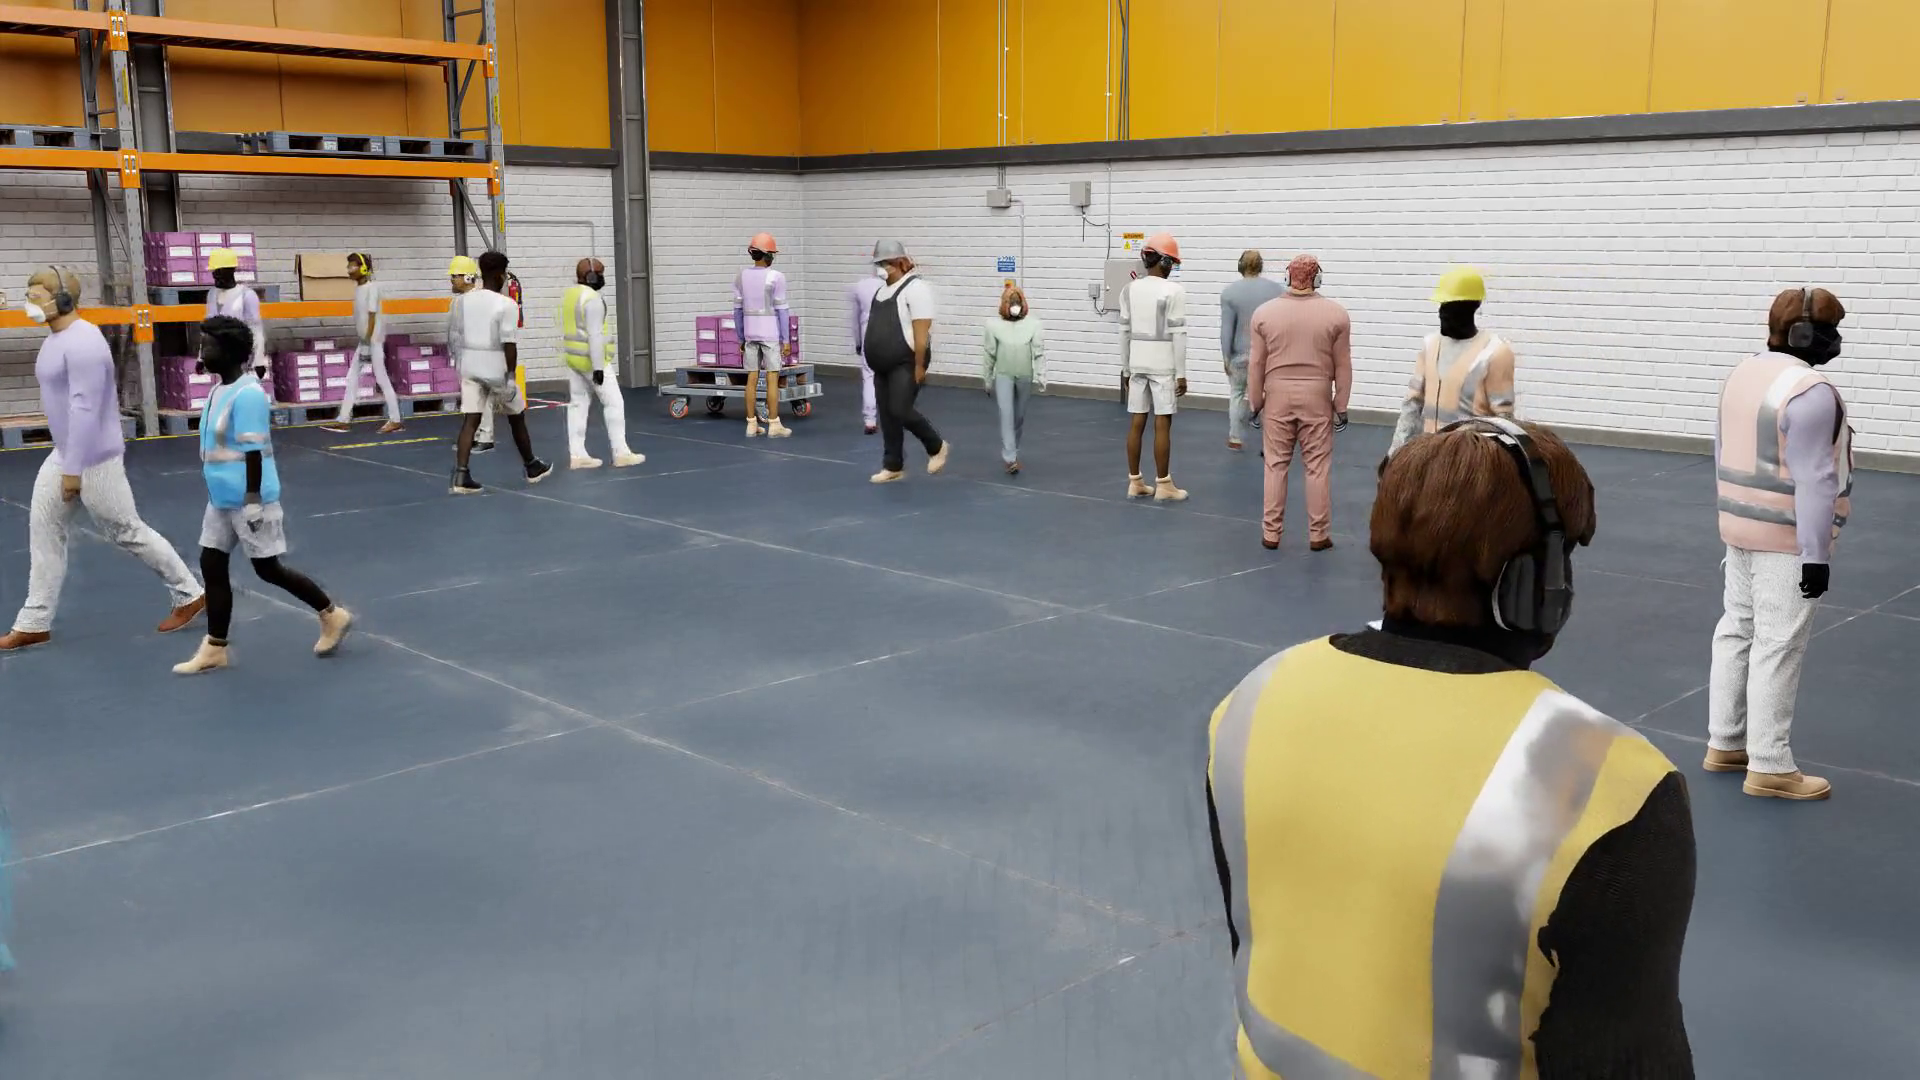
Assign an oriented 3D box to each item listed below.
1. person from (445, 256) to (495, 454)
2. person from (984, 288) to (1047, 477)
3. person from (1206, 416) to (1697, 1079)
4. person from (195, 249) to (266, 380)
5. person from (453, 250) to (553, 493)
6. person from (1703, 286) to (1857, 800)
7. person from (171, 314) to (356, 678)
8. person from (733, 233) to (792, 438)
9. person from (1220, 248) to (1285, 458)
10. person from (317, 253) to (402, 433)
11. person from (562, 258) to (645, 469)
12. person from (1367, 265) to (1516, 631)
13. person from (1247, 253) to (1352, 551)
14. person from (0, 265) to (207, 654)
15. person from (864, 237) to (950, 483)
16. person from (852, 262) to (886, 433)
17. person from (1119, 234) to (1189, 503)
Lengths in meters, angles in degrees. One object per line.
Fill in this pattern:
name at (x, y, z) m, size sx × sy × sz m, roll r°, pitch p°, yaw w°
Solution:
person at (-4.571, -1.720, 15.490) m, size 0.404 × 1.830 × 0.601 m, roll -9°, pitch 14°, yaw -41°
person at (0.470, -1.341, 14.105) m, size 0.507 × 1.580 × 0.890 m, roll -2°, pitch 11°, yaw -10°
person at (0.558, 0.771, 1.916) m, size 0.481 × 1.827 × 0.658 m, roll -7°, pitch 12°, yaw -33°
person at (-6.577, -1.642, 14.895) m, size 0.608 × 1.898 × 0.819 m, roll 7°, pitch 13°, yaw 34°
person at (-3.720, -1.345, 13.261) m, size 0.622 × 1.900 × 1.060 m, roll 3°, pitch 11°, yaw 18°
person at (2.990, 0.007, 6.056) m, size 0.429 × 1.840 × 0.635 m, roll 0°, pitch 10°, yaw -2°
person at (-3.283, -0.218, 7.747) m, size 0.779 × 1.667 × 0.534 m, roll -9°, pitch 14°, yaw -42°
person at (-1.961, -2.042, 16.671) m, size 0.614 × 2.042 × 0.373 m, roll 5°, pitch 12°, yaw 26°
person at (2.696, -1.719, 15.287) m, size 0.624 × 1.913 × 0.913 m, roll -1°, pitch 10°, yaw -3°
person at (-6.114, -1.976, 16.887) m, size 0.902 × 1.831 × 0.545 m, roll -9°, pitch 14°, yaw -40°
person at (-3.099, -1.533, 14.497) m, size 0.756 × 1.819 × 0.654 m, roll -8°, pitch 13°, yaw -36°
person at (2.529, -0.447, 8.453) m, size 1.014 × 1.877 × 0.605 m, roll -4°, pitch 11°, yaw -23°
person at (2.181, -0.879, 10.705) m, size 0.654 × 1.906 × 0.407 m, roll 3°, pitch 11°, yaw 14°
person at (-4.273, -0.411, 8.227) m, size 1.040 × 1.892 × 0.648 m, roll -10°, pitch 14°, yaw -43°
person at (-0.492, -1.472, 13.570) m, size 0.633 × 2.000 × 0.694 m, roll -7°, pitch 13°, yaw -35°
person at (-0.800, -2.041, 17.183) m, size 0.657 × 1.854 × 0.997 m, roll 2°, pitch 11°, yaw 11°
person at (1.495, -1.306, 12.689) m, size 0.404 × 2.032 × 0.608 m, roll -10°, pitch 14°, yaw -43°
